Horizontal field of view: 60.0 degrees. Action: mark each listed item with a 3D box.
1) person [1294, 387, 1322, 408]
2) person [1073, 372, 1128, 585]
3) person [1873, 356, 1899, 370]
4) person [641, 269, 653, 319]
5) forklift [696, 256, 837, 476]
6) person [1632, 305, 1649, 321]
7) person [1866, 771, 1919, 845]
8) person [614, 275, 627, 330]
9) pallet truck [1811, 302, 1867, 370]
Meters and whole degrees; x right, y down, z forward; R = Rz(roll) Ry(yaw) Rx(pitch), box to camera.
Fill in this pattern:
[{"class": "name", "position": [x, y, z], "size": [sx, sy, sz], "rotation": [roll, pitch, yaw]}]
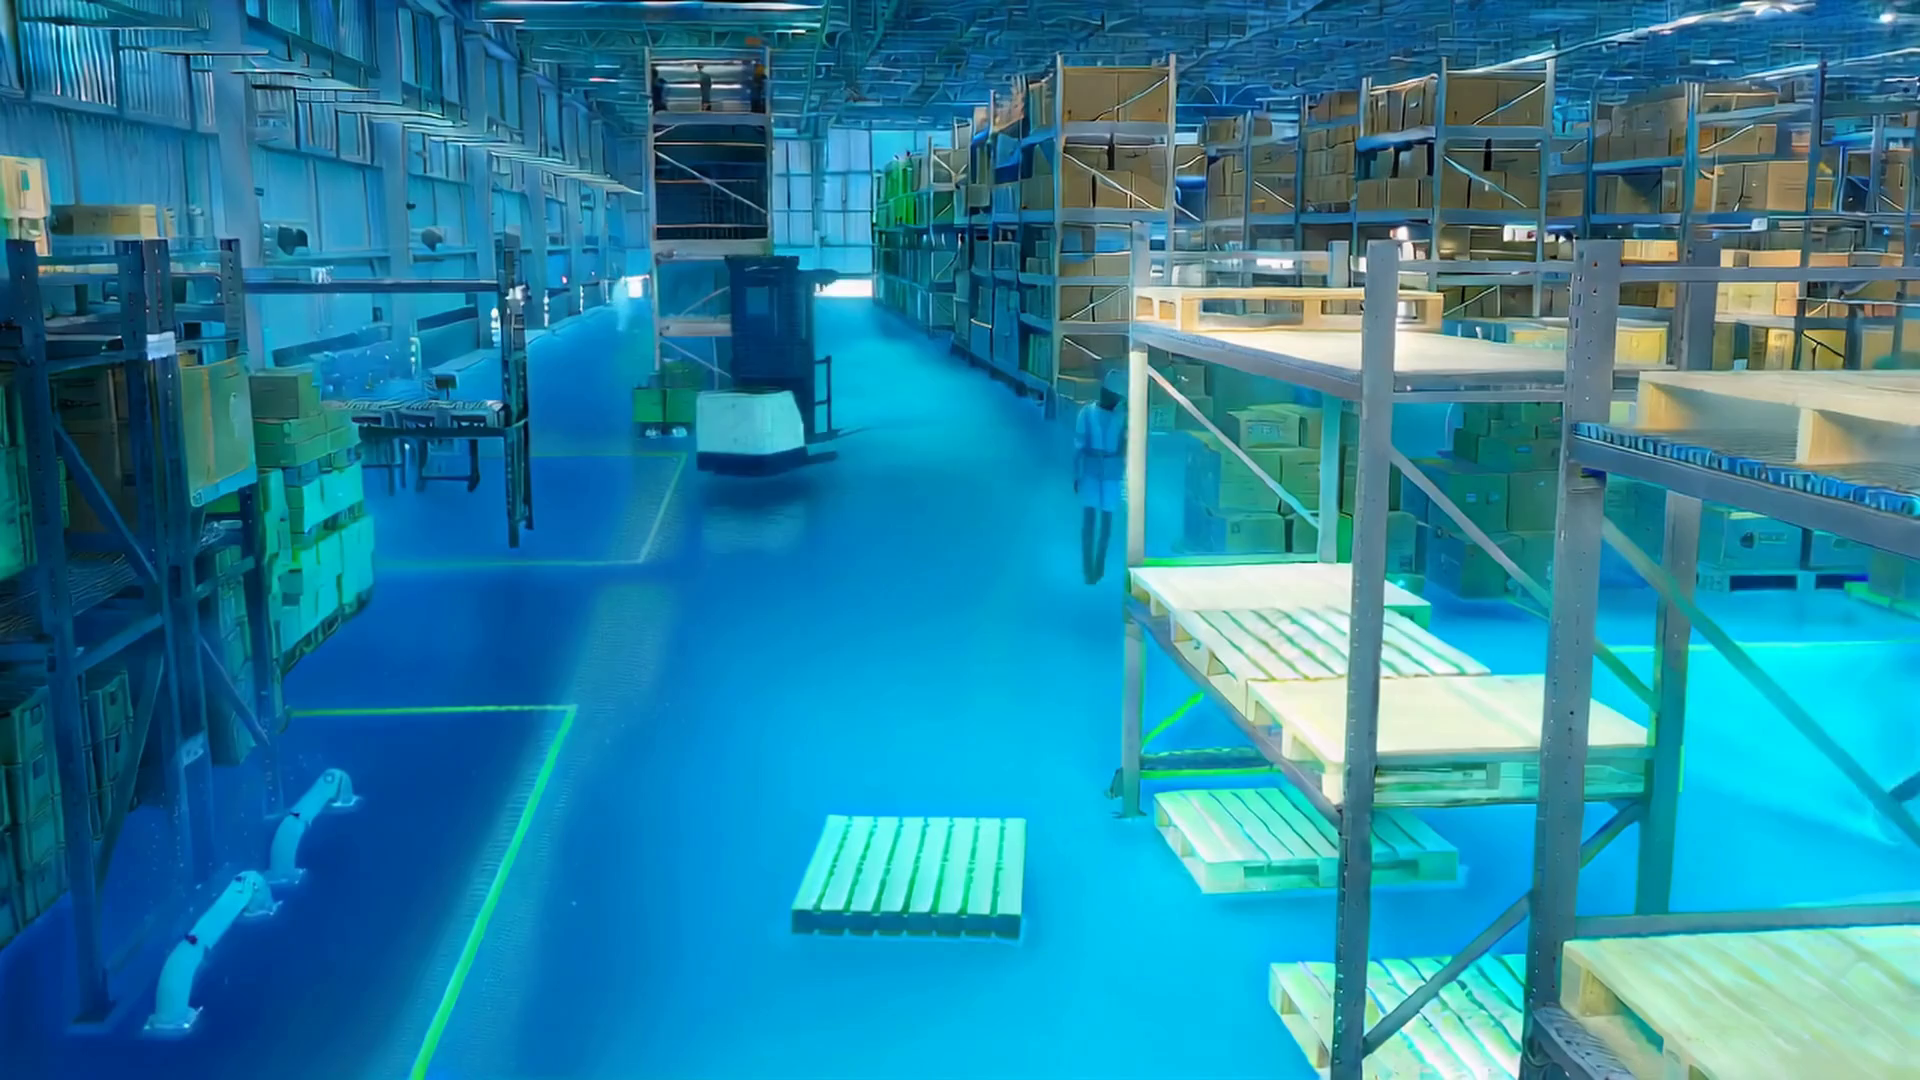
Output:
[{"class": "person", "position": [5.835, -2.839, 28.022], "size": [0.763, 1.672, 0.539], "rotation": [10, 14, 44]}, {"class": "person", "position": [1.273, -0.541, 14.715], "size": [0.559, 1.872, 0.982], "rotation": [1, 10, 4]}, {"class": "person", "position": [9.898, -1.064, 17.797], "size": [0.828, 1.816, 0.633], "rotation": [-2, 10, -12]}, {"class": "person", "position": [-12.084, -9.524, 64.448], "size": [0.403, 1.897, 0.654], "rotation": [8, 13, 38]}, {"class": "forklift", "position": [-2.578, -2.340, 21.898], "size": [1.129, 2.768, 1.873], "rotation": [5, 11, 25]}, {"class": "person", "position": [12.544, -3.415, 30.775], "size": [0.430, 1.836, 0.638], "rotation": [0, 10, 0]}, {"class": "person", "position": [4.788, 0.779, 7.958], "size": [0.538, 1.676, 0.726], "rotation": [-3, 11, -17]}, {"class": "person", "position": [-11.439, -7.980, 55.960], "size": [0.403, 1.876, 0.747], "rotation": [-6, 12, -30]}, {"class": "pallet truck", "position": [15.846, -3.142, 28.793], "size": [1.885, 1.965, 0.823], "rotation": [2, 10, 12]}]
